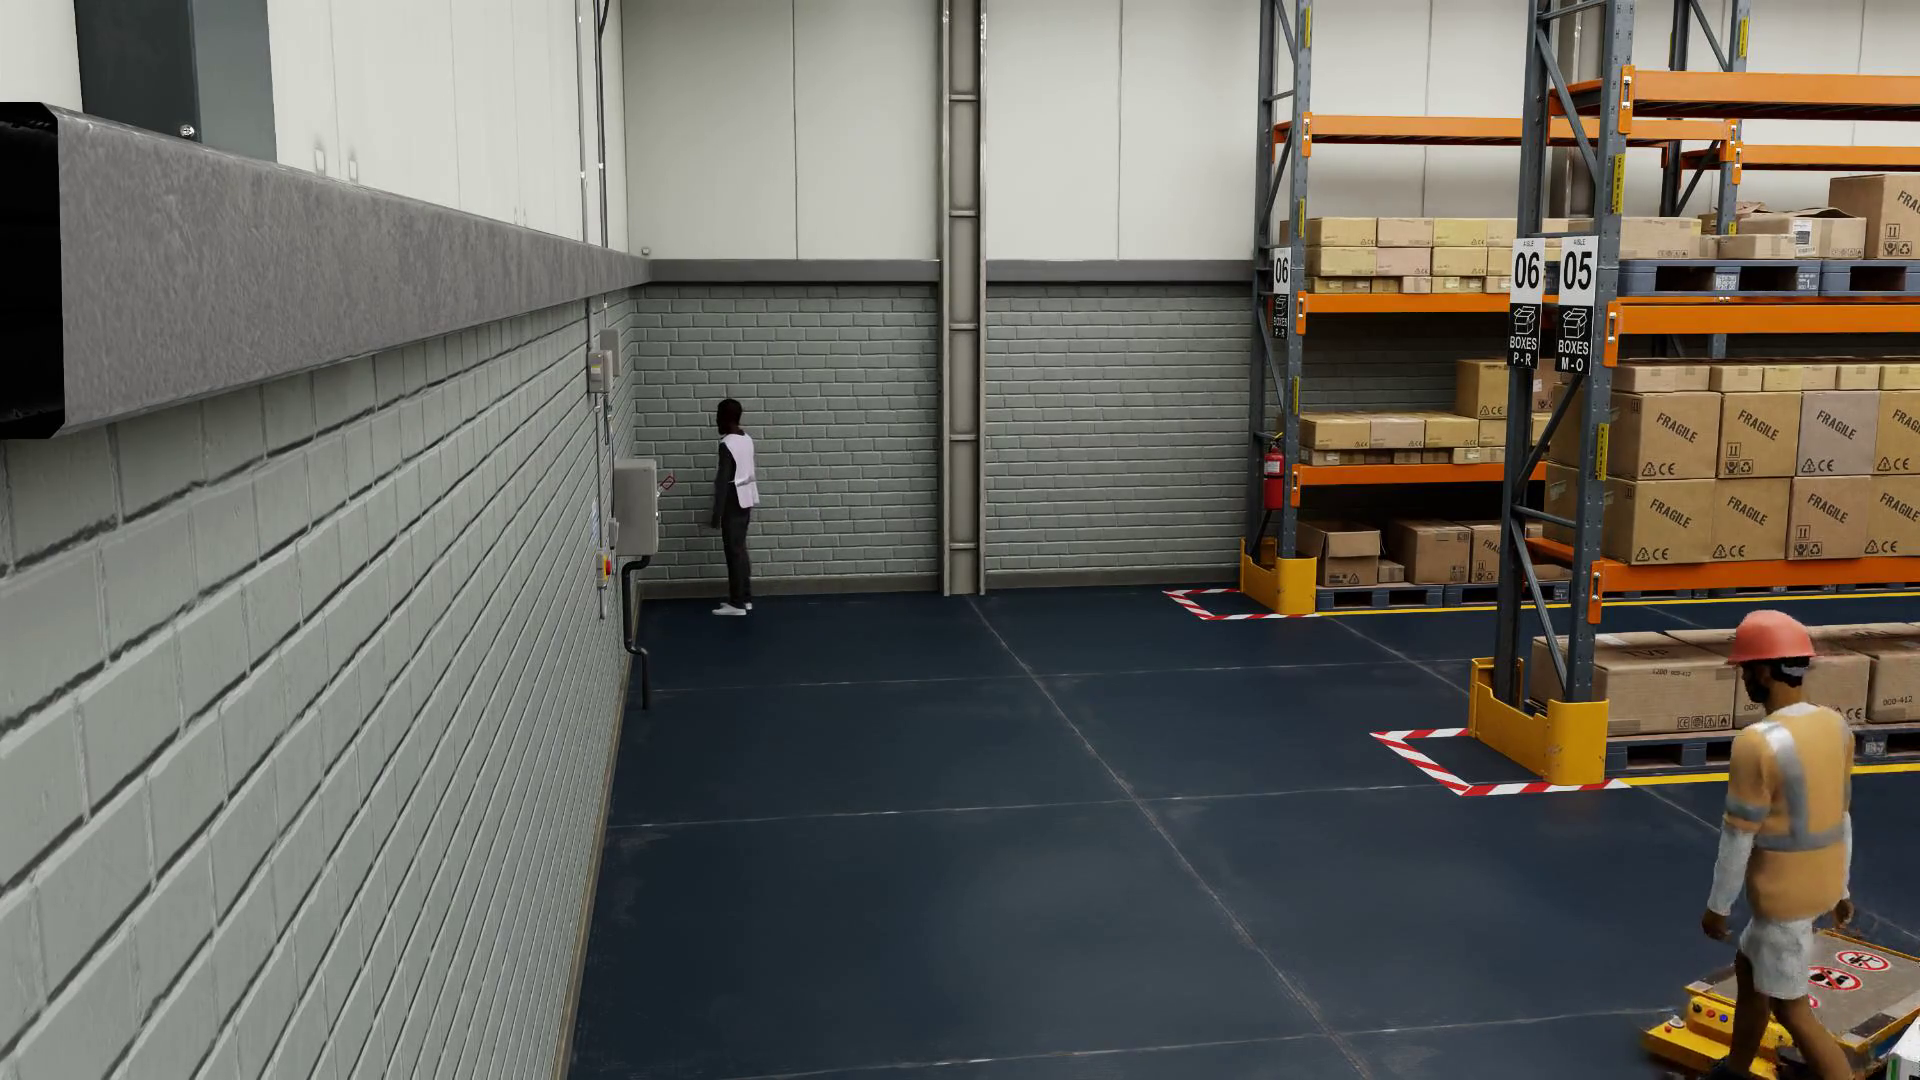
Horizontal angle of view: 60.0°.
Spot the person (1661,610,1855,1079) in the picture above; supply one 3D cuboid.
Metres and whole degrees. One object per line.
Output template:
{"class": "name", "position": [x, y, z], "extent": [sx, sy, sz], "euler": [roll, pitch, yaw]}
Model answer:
{"class": "person", "position": [2.861, 1.191, 5.637], "extent": [0.560, 1.894, 0.857], "euler": [-7, 12, -38]}

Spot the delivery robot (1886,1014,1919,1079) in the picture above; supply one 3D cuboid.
{"class": "delivery robot", "position": [3.462, 1.790, 5.735], "extent": [0.477, 0.478, 0.707], "euler": [8, 12, 42]}

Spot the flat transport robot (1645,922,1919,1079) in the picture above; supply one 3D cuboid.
{"class": "flat transport robot", "position": [3.396, 1.844, 6.565], "extent": [1.431, 0.197, 0.652], "euler": [-7, 12, -37]}

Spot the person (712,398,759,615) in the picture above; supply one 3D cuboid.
{"class": "person", "position": [-1.985, -0.293, 14.703], "extent": [0.402, 1.916, 0.601], "euler": [1, 9, 9]}
